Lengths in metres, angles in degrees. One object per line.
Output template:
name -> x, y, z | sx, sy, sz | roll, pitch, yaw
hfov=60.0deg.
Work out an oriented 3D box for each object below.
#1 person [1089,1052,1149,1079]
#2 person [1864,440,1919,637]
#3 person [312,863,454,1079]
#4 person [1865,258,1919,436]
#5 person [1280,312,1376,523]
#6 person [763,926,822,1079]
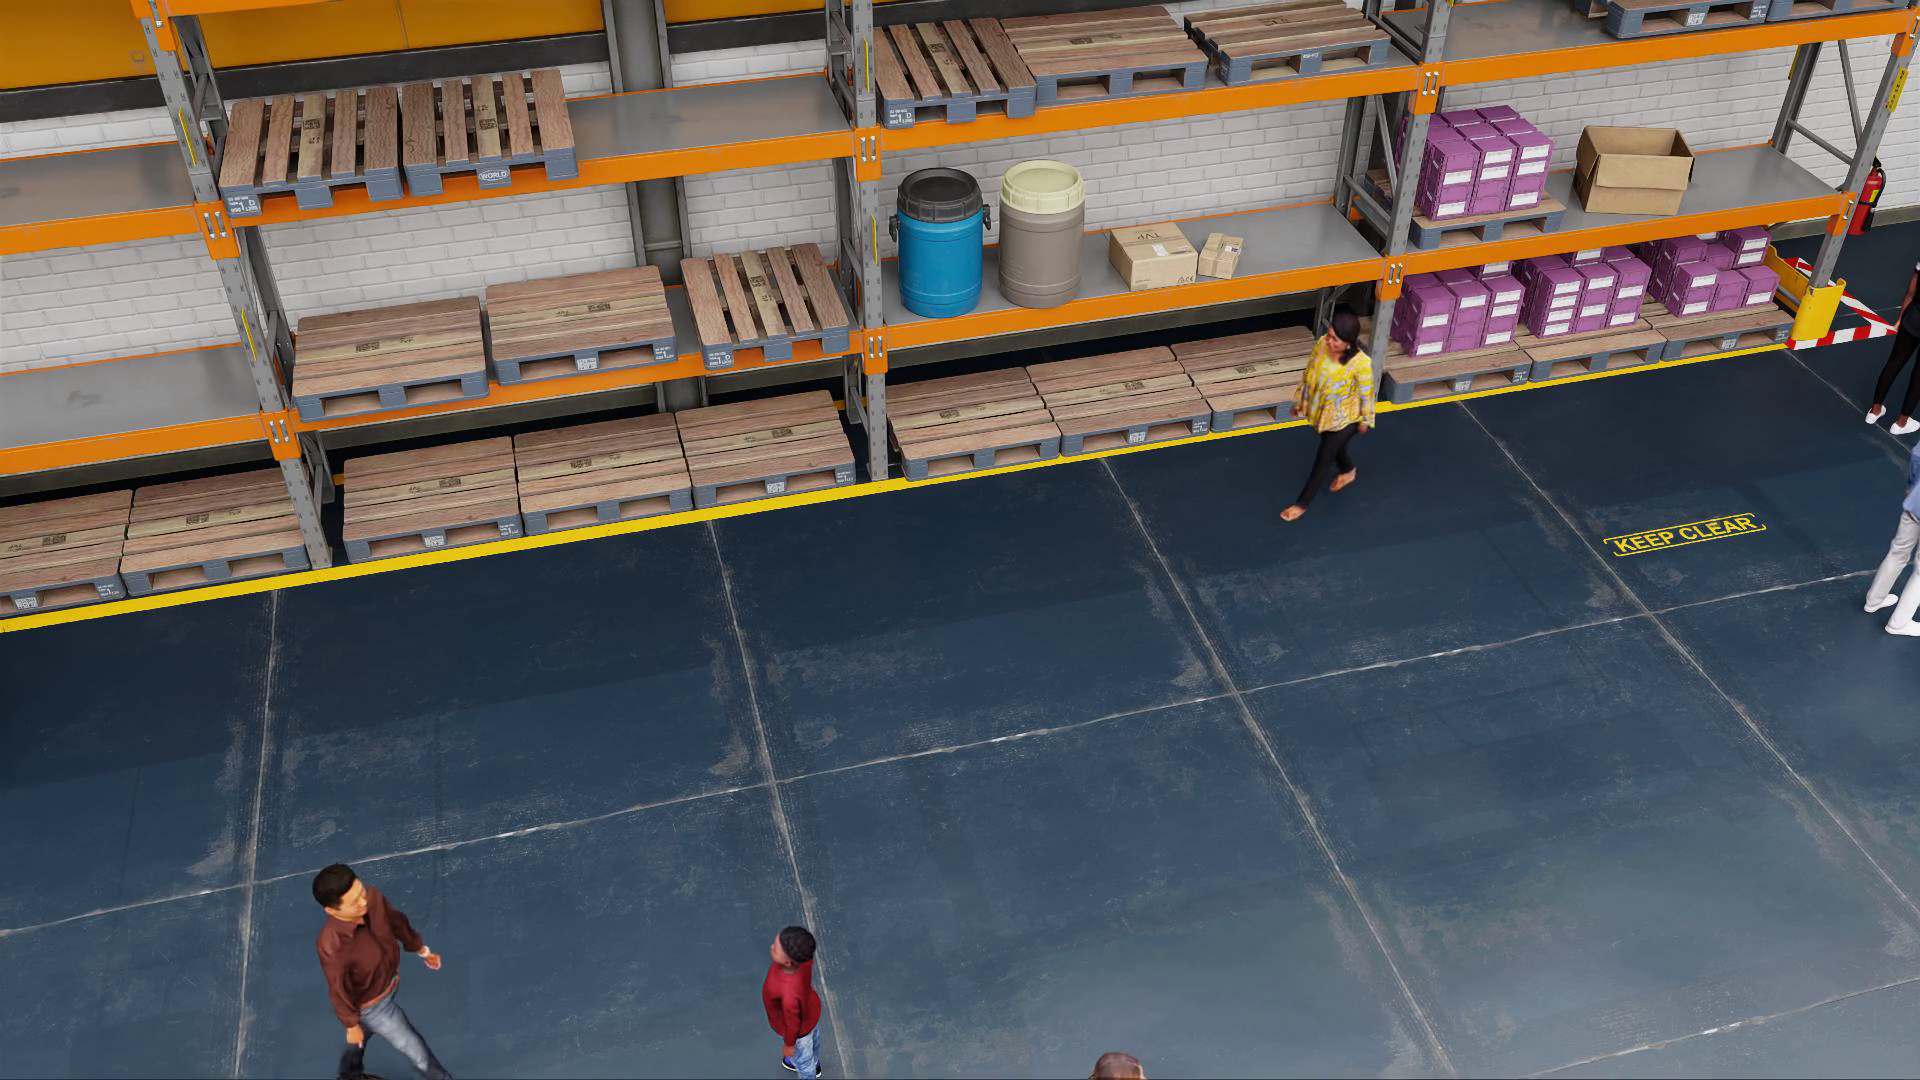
person -> 0.623, 2.720, 7.128 | 0.494, 1.675, 0.572 | -6, 39, -7
person -> 6.240, -0.212, 10.629 | 0.545, 1.888, 0.646 | -9, 39, -11
person -> -2.836, 2.123, 7.831 | 1.213, 1.732, 0.931 | 4, 39, 4
person -> 7.250, -1.598, 12.481 | 0.684, 1.743, 0.688 | -24, 45, -27
person -> 2.699, -0.903, 11.721 | 1.196, 1.606, 0.954 | -24, 44, -27
person -> -0.778, 2.282, 8.012 | 0.584, 1.256, 0.568 | 4, 39, 5
